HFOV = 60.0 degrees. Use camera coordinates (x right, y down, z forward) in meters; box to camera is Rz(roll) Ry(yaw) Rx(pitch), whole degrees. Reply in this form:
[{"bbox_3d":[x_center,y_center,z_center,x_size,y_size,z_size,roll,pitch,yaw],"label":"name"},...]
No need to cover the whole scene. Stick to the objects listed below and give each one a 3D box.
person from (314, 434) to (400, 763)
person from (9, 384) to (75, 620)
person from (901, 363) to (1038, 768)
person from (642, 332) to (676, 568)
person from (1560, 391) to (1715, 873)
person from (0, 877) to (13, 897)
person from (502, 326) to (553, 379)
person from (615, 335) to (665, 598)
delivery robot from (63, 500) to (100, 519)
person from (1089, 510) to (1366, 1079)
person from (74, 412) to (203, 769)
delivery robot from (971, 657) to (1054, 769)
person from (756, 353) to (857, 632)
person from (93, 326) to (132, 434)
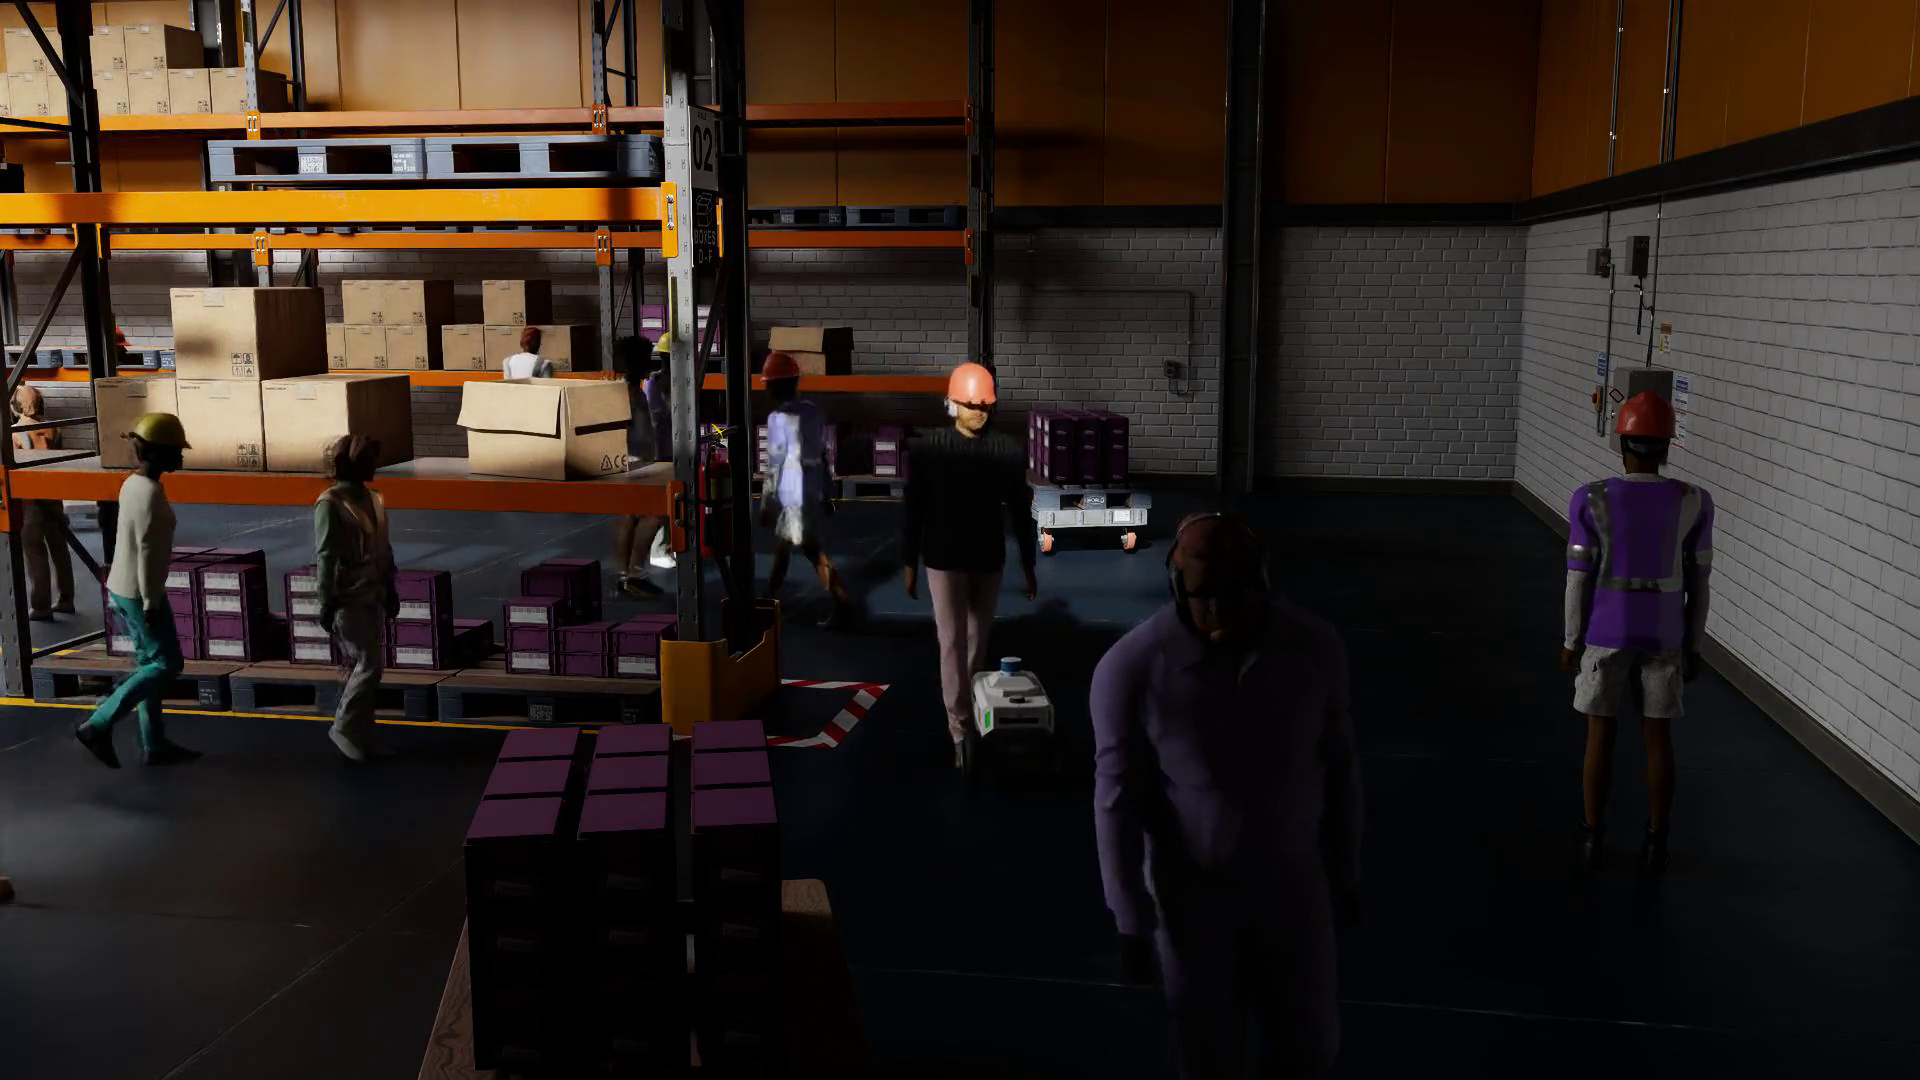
[{"bbox_3d":[-2.920,0.295,8.118,0.375,1.623,0.544,2,9,9],"label":"person"},{"bbox_3d":[-6.414,-0.261,11.552,0.310,1.636,0.522,2,9,10],"label":"person"},{"bbox_3d":[0.080,0.129,8.126,0.640,1.951,0.966,-3,10,-16],"label":"person"},{"bbox_3d":[-2.380,-0.742,13.656,0.383,1.922,0.587,3,10,17],"label":"person"},{"bbox_3d":[2.701,0.373,6.687,0.552,1.937,0.356,2,9,11],"label":"person"},{"bbox_3d":[-3.931,0.471,6.389,0.429,1.840,0.627,-7,12,-38],"label":"person"},{"bbox_3d":[-4.385,-1.253,17.020,0.588,1.877,0.398,3,10,16],"label":"person"},{"bbox_3d":[-2.334,-0.526,12.218,0.534,1.948,0.646,0,9,-3],"label":"person"},{"bbox_3d":[-8.119,-0.403,15.493,0.707,0.478,0.477,-3,10,-16],"label":"delivery robot"},{"bbox_3d":[0.665,0.842,4.005,0.709,1.864,0.407,-1,9,-7],"label":"person"},{"bbox_3d":[-3.946,0.259,8.024,0.556,1.741,0.531,-7,12,-37],"label":"person"},{"bbox_3d":[0.245,0.806,7.993,0.477,0.478,0.707,-1,9,-4],"label":"delivery robot"},{"bbox_3d":[-1.120,-0.315,11.178,1.024,1.871,0.555,4,10,23],"label":"person"},{"bbox_3d":[-7.480,-0.925,14.746,0.358,1.938,0.542,-5,11,-31],"label":"person"}]
